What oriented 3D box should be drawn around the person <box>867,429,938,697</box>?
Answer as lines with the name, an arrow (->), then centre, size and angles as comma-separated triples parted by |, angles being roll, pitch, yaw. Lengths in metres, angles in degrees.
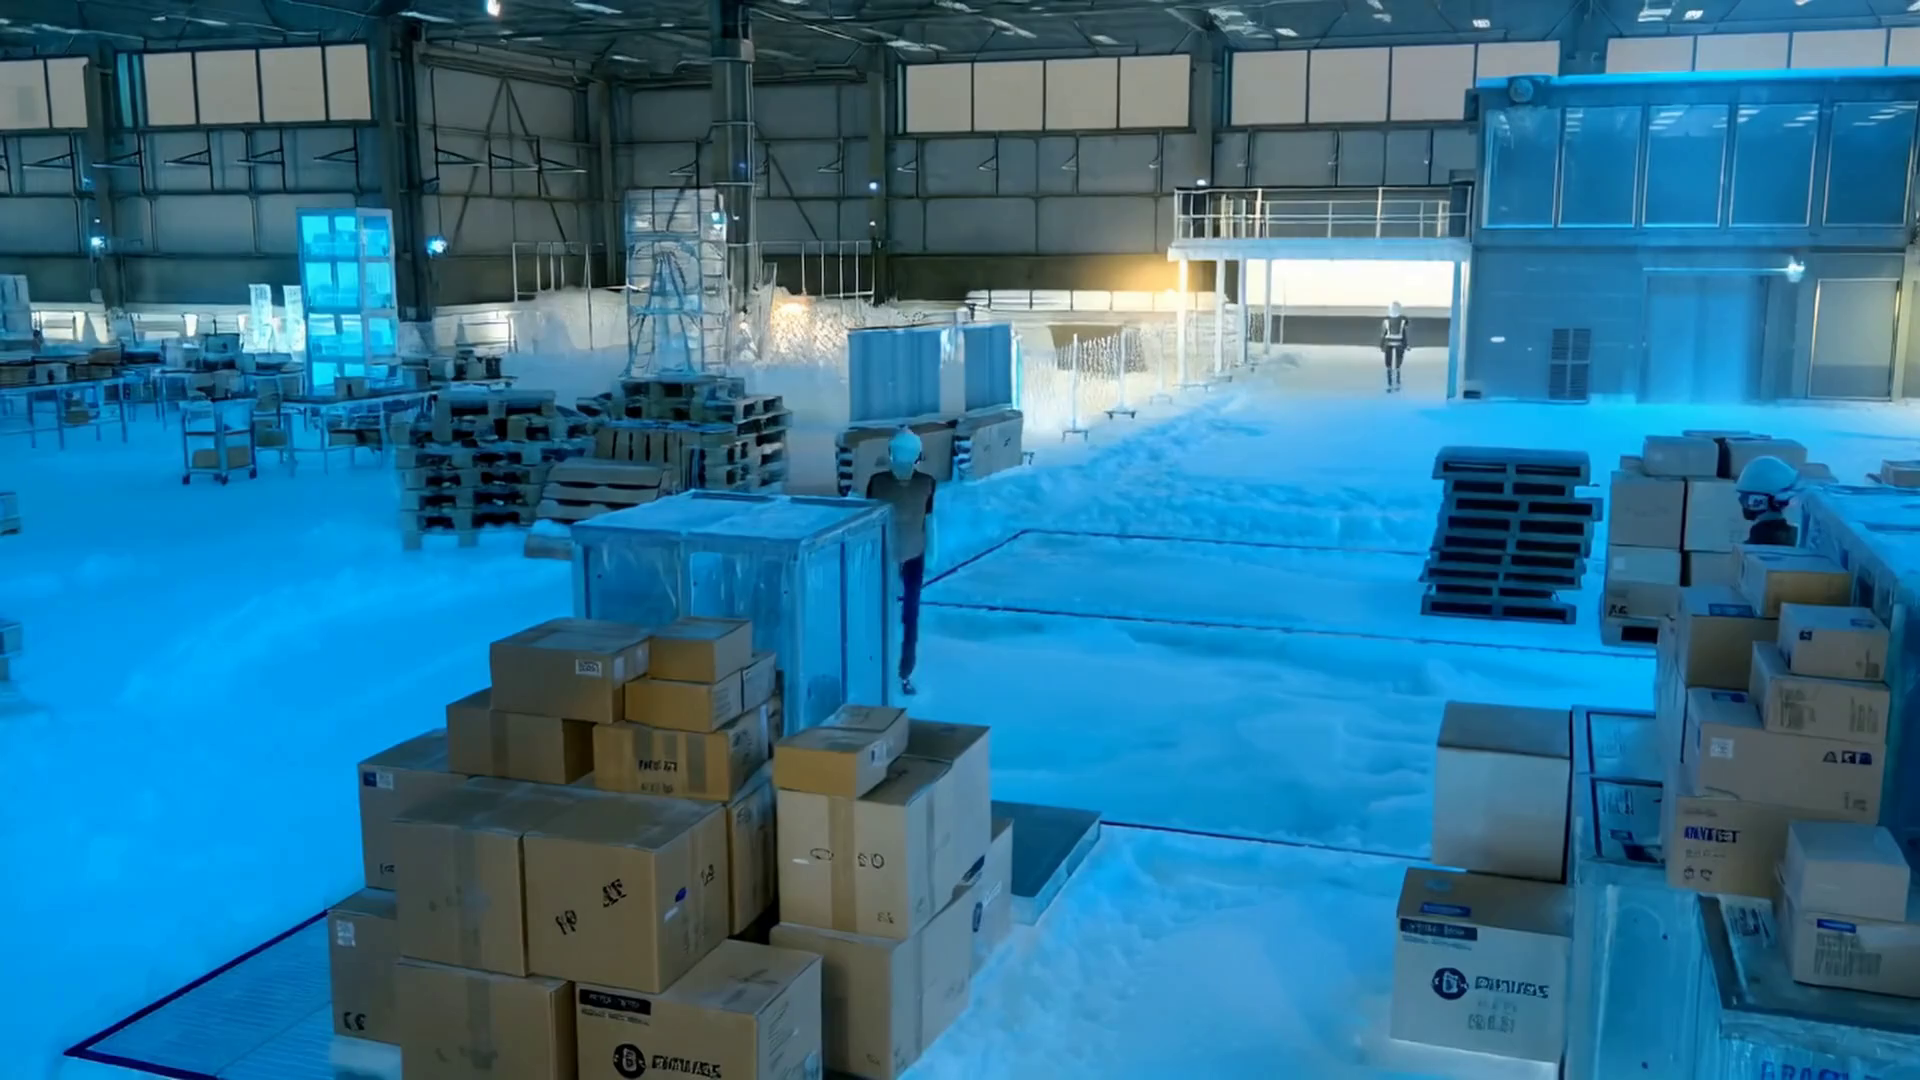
person -> -0.440, 0.103, 11.537 | 0.547, 1.816, 0.931 | -1, 10, -7

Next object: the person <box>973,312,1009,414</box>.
person -> 0.472, -2.634, 26.448 | 1.027, 1.972, 0.620 | -1, 10, -4

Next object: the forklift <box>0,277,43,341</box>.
forklift -> -27.151, -6.329, 46.328 | 1.157, 1.987, 2.680 | 3, 11, 17

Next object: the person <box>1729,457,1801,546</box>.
person -> 3.982, 0.577, 8.318 | 0.622, 1.992, 0.397 | -10, 14, -44

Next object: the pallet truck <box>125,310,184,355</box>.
pallet truck -> -22.038, -5.665, 45.457 | 0.704, 1.261, 1.522 | 3, 11, 17

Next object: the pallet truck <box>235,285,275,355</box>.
pallet truck -> -18.327, -5.835, 44.421 | 0.823, 1.965, 1.885 | 4, 11, 23

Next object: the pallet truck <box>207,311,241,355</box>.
pallet truck -> -19.537, -5.575, 44.913 | 0.653, 1.274, 1.630 | 3, 11, 19

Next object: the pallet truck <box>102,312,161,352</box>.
pallet truck -> -23.057, -5.777, 46.261 | 0.680, 1.201, 1.601 | 3, 11, 19

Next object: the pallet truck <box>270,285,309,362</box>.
pallet truck -> -17.147, -5.700, 43.663 | 0.823, 1.965, 1.885 | 3, 11, 17

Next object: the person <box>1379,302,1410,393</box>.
person -> 8.900, -3.937, 34.072 | 0.613, 1.876, 0.432 | 4, 11, 21
